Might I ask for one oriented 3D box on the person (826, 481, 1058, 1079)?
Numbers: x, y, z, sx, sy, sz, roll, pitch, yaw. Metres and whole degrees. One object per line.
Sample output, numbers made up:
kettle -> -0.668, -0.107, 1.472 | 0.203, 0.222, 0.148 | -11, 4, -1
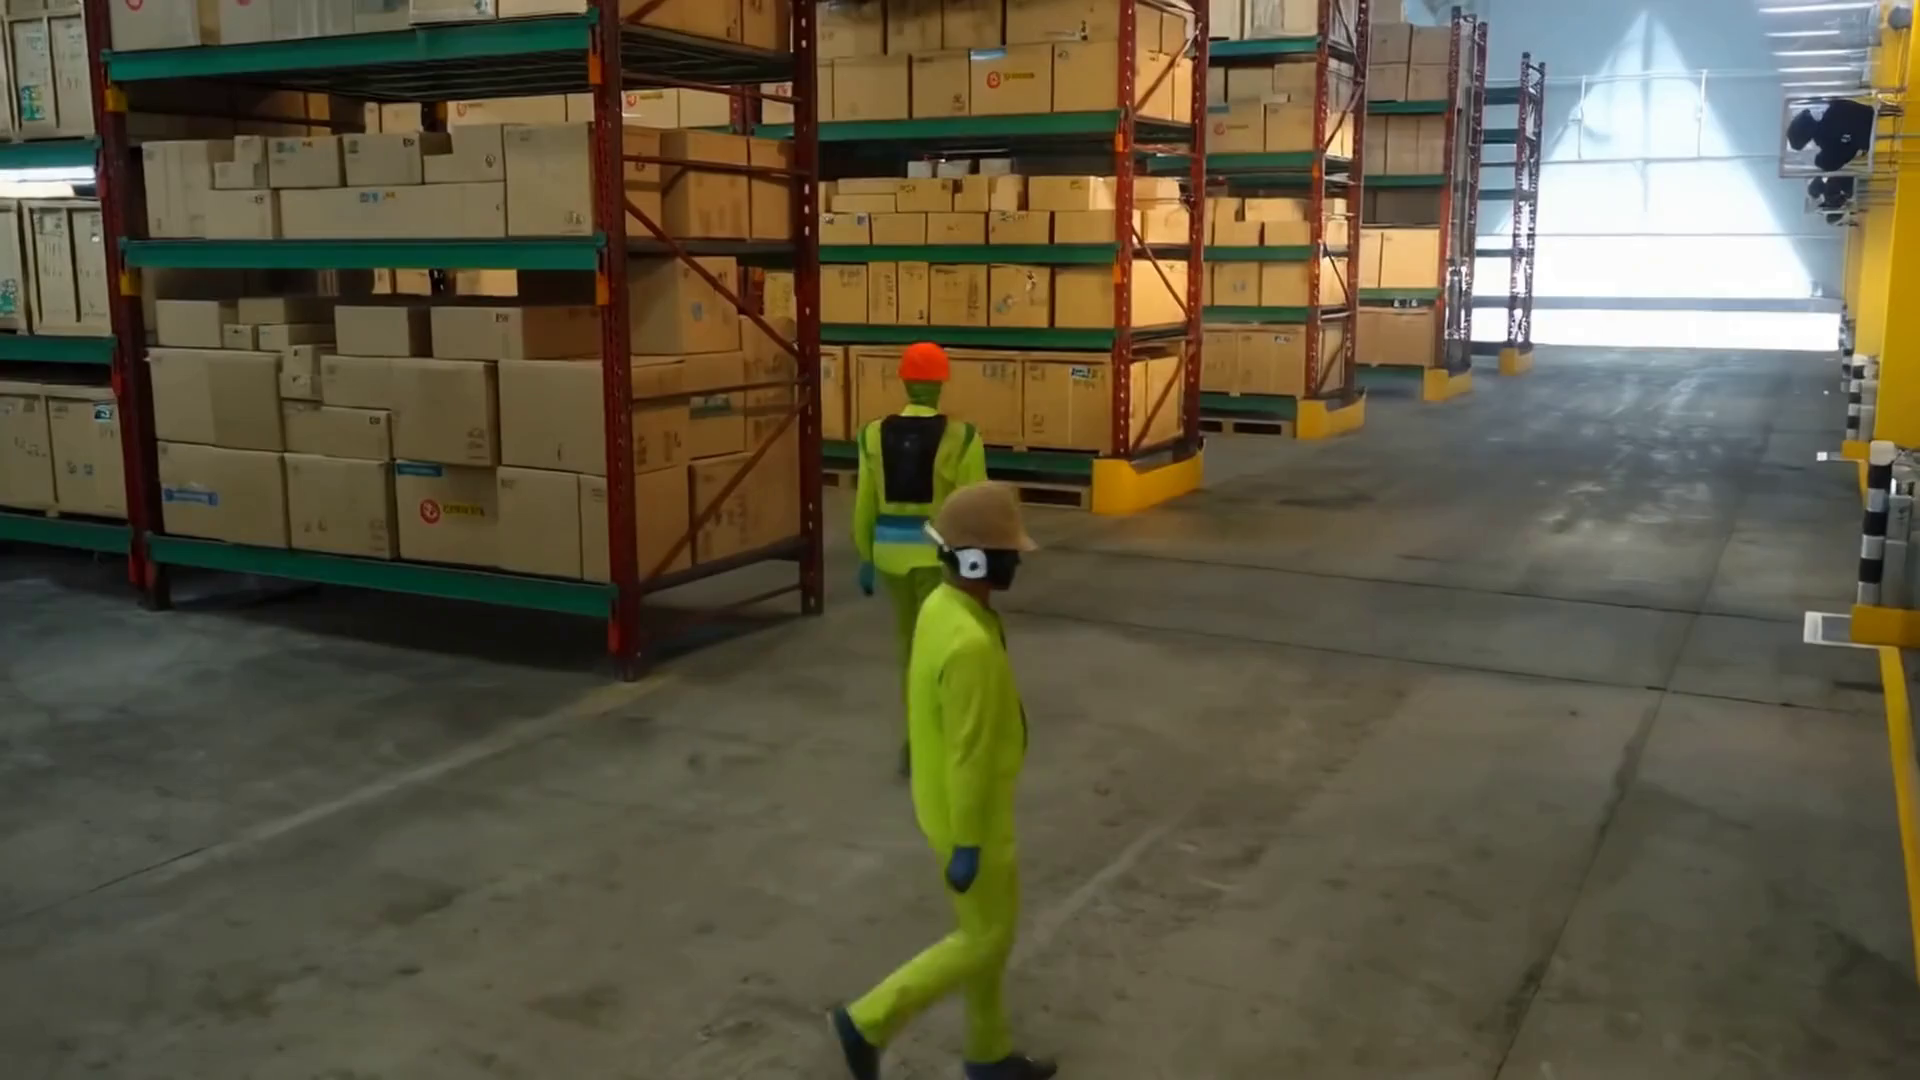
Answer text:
person -> -0.033, 0.700, 4.516 | 0.582, 1.736, 0.570 | -1, 10, -7

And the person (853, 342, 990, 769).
person -> -0.123, 0.053, 7.697 | 0.623, 1.919, 0.760 | 4, 11, 23
